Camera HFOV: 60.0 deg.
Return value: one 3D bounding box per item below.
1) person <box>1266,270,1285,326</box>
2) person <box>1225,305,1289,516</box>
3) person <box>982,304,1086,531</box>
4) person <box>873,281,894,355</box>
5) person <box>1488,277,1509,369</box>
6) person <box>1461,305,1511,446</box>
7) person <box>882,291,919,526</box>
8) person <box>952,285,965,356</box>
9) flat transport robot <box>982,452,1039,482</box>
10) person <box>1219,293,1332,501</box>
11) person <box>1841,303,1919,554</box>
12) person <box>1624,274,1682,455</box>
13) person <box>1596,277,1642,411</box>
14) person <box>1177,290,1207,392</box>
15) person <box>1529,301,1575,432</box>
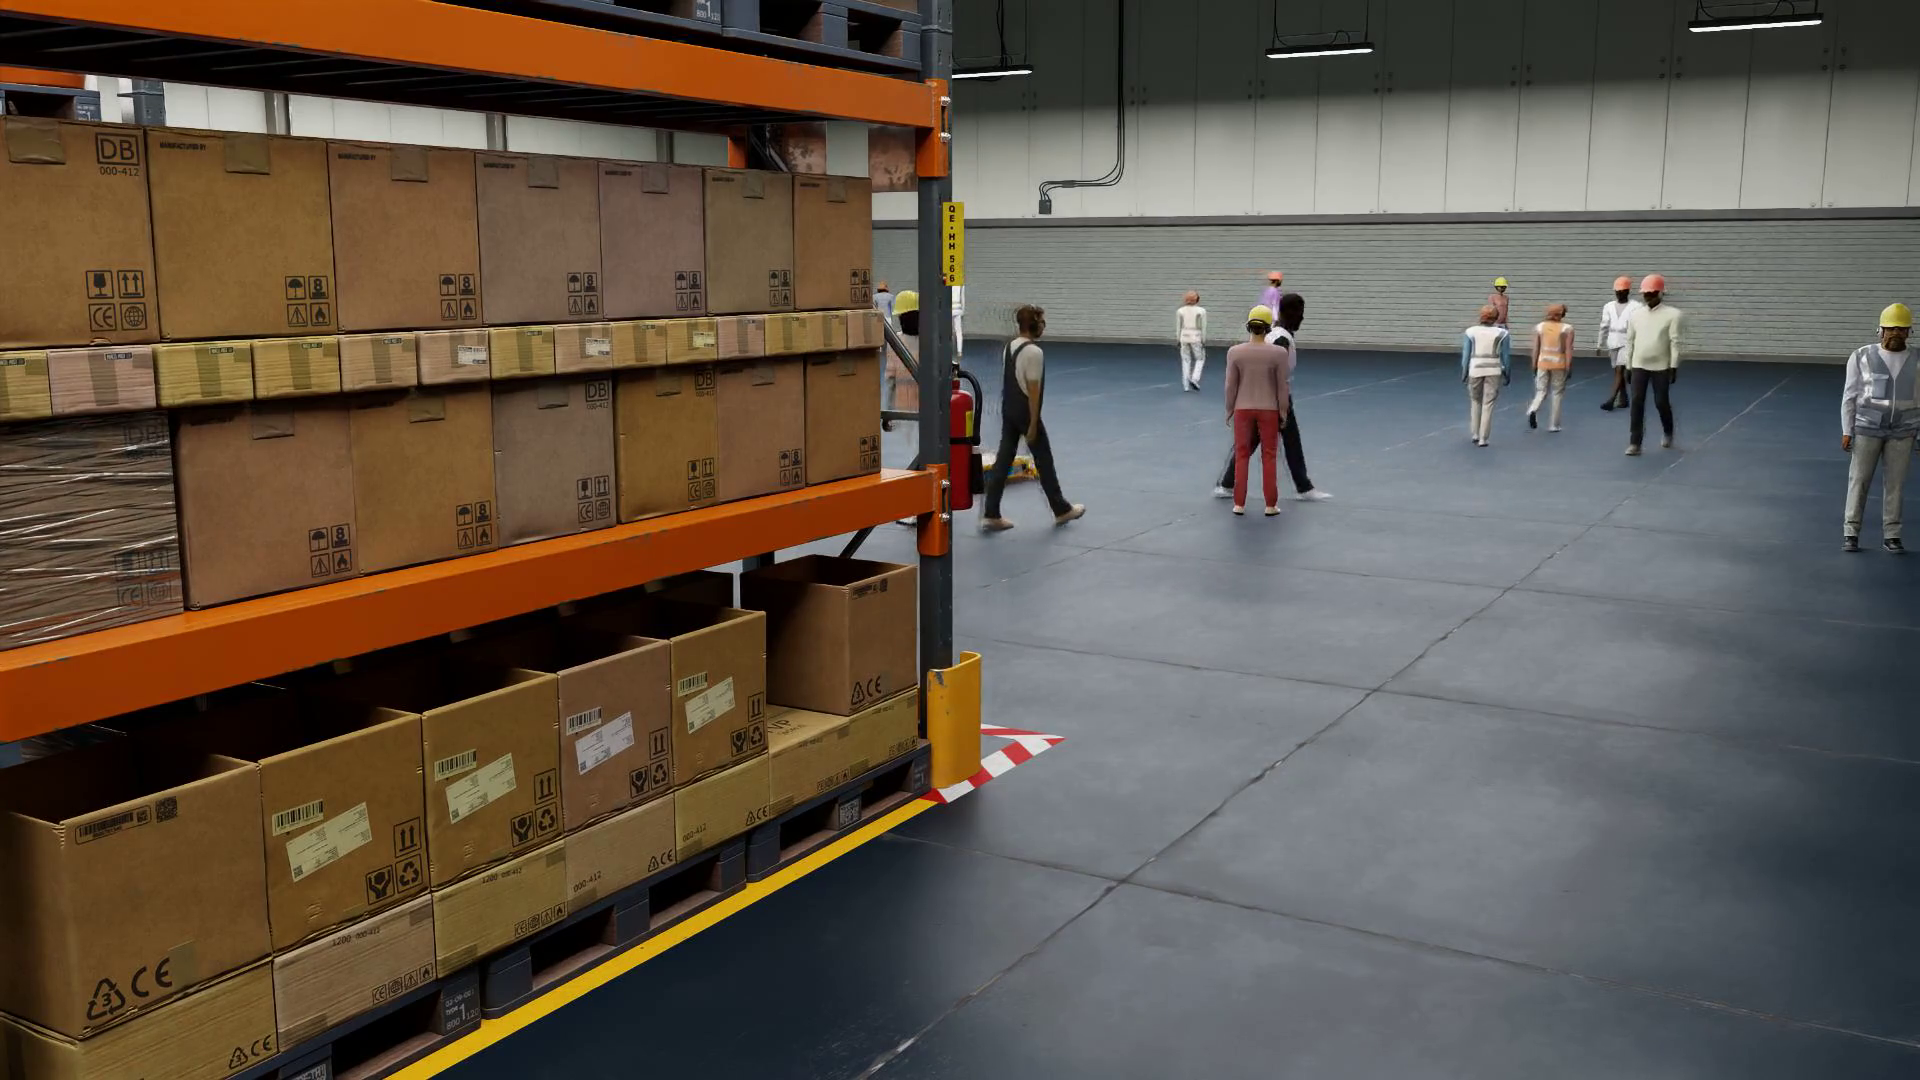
[{"bbox_3d":[6.069,-4.321,32.529,0.927,1.908,0.549,1,10,4],"label":"person"},{"bbox_3d":[2.494,-1.083,13.982,0.533,1.767,0.327,2,10,14],"label":"person"},{"bbox_3d":[0.552,-0.976,13.274,0.957,1.795,0.540,-7,12,-34],"label":"person"},{"bbox_3d":[-1.671,-4.803,36.149,0.499,1.633,0.289,-1,10,-3],"label":"person"},{"bbox_3d":[10.365,-4.163,32.019,0.525,1.769,0.309,-6,11,-31],"label":"person"},{"bbox_3d":[6.103,-1.903,19.240,0.539,1.608,0.775,6,11,30],"label":"person"},{"bbox_3d":[-0.421,-1.053,13.434,0.603,1.887,0.857,6,12,33],"label":"person"},{"bbox_3d":[-0.169,-4.951,36.325,0.577,1.887,0.384,-4,10,-20],"label":"person"},{"bbox_3d":[0.141,-0.675,15.966,0.652,0.197,1.431,7,12,36],"label":"flat transport robot"},{"bbox_3d":[2.803,-1.267,14.821,0.988,1.861,0.695,0,10,0],"label":"person"},{"bbox_3d":[6.790,-0.813,12.207,0.589,1.833,0.404,3,10,17],"label":"person"},{"bbox_3d":[7.617,-1.923,18.279,0.623,1.976,0.760,9,13,41],"label":"person"},{"bbox_3d":[9.344,-2.775,23.562,1.012,1.883,0.567,-9,13,-43],"label":"person"},{"bbox_3d":[3.719,-3.181,26.680,0.520,1.629,0.367,5,11,27],"label":"person"},{"bbox_3d":[7.266,-2.121,20.469,0.524,1.619,0.576,9,13,41],"label":"person"}]
